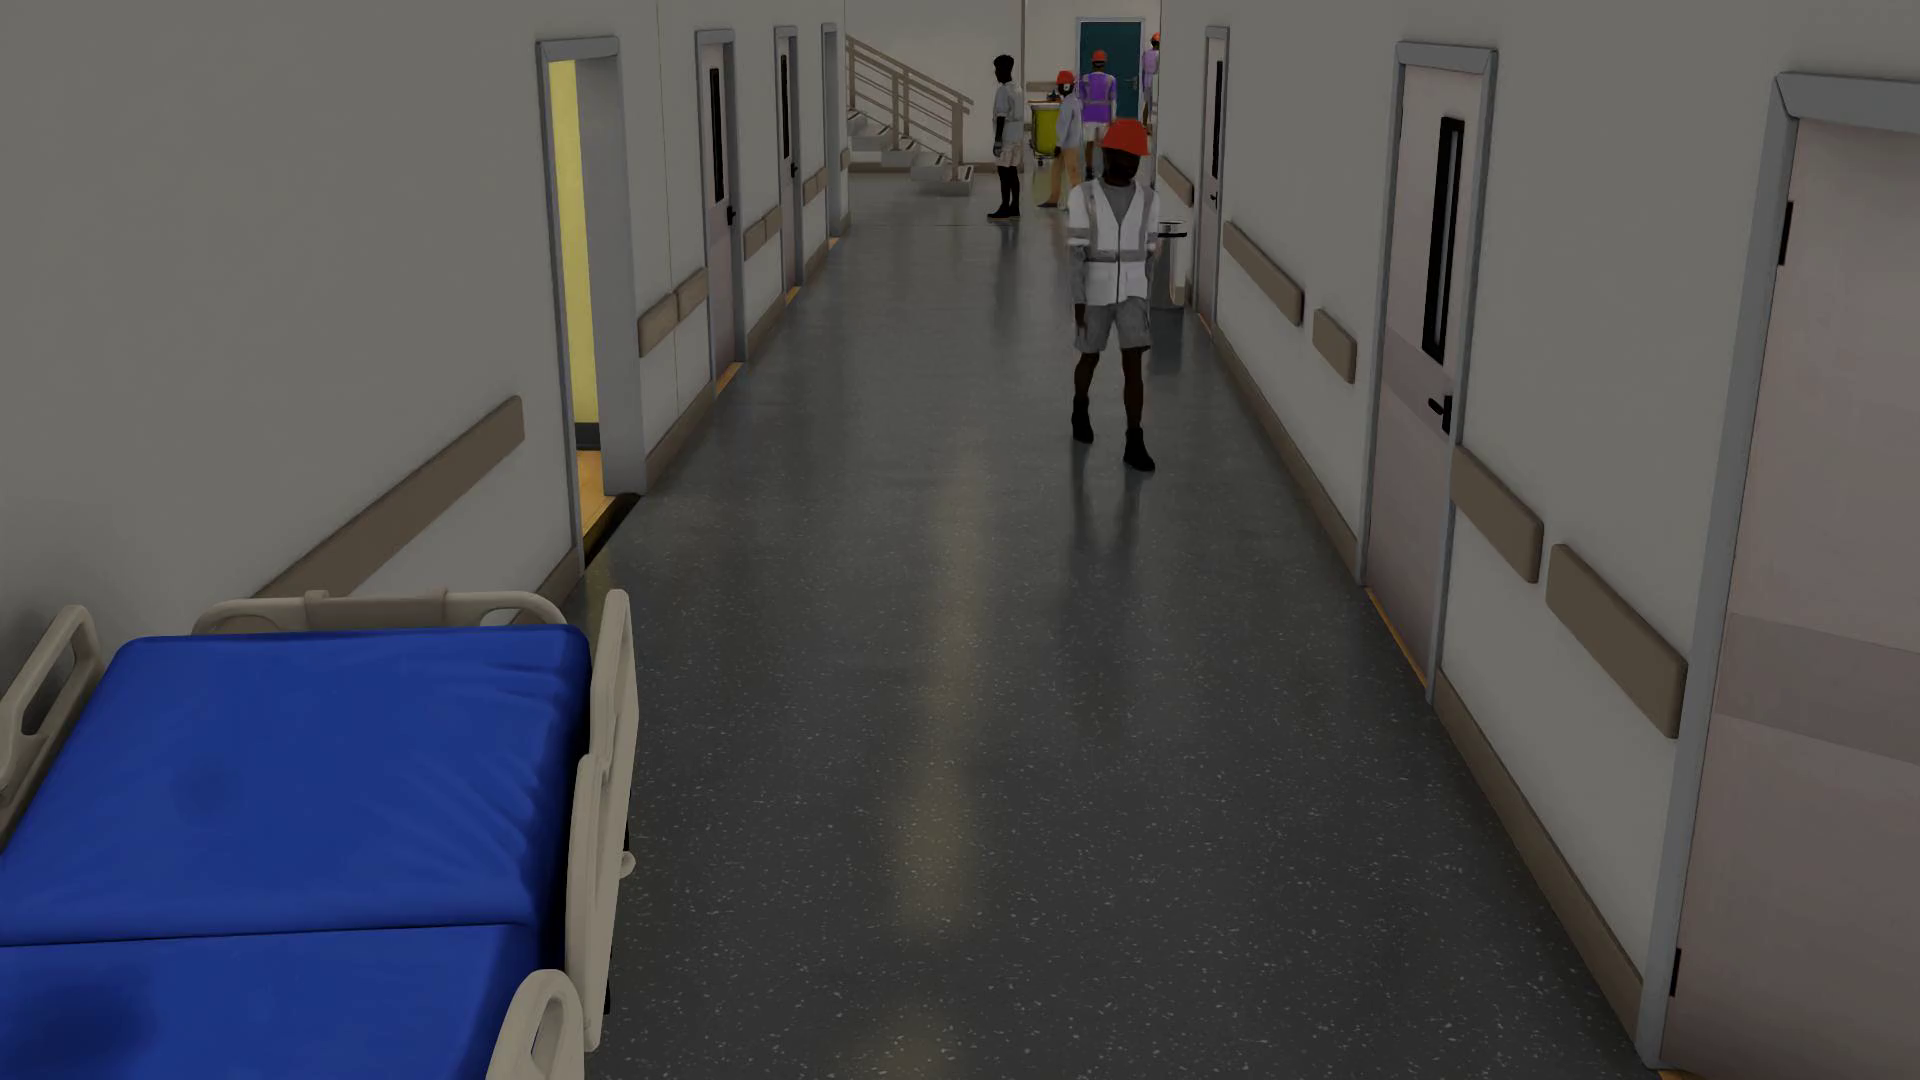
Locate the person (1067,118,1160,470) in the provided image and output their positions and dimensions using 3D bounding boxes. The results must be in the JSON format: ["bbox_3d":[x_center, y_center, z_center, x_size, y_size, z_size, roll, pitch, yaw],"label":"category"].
[{"bbox_3d":[0.850,-1.408,9.368,0.541,1.892,0.950,-3,18,-8],"label":"person"}]

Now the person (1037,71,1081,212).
[{"bbox_3d":[1.242,-4.987,20.861,0.714,1.726,0.588,2,18,7],"label":"person"}]

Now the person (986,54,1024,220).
[{"bbox_3d":[0.565,-4.864,20.131,0.389,1.951,0.613,8,19,23],"label":"person"}]

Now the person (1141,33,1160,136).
[{"bbox_3d":[3.957,-9.243,33.773,0.407,2.029,0.612,-16,24,-41],"label":"person"}]

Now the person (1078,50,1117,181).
[{"bbox_3d":[2.014,-6.217,24.473,0.572,1.920,0.537,1,18,2],"label":"person"}]
